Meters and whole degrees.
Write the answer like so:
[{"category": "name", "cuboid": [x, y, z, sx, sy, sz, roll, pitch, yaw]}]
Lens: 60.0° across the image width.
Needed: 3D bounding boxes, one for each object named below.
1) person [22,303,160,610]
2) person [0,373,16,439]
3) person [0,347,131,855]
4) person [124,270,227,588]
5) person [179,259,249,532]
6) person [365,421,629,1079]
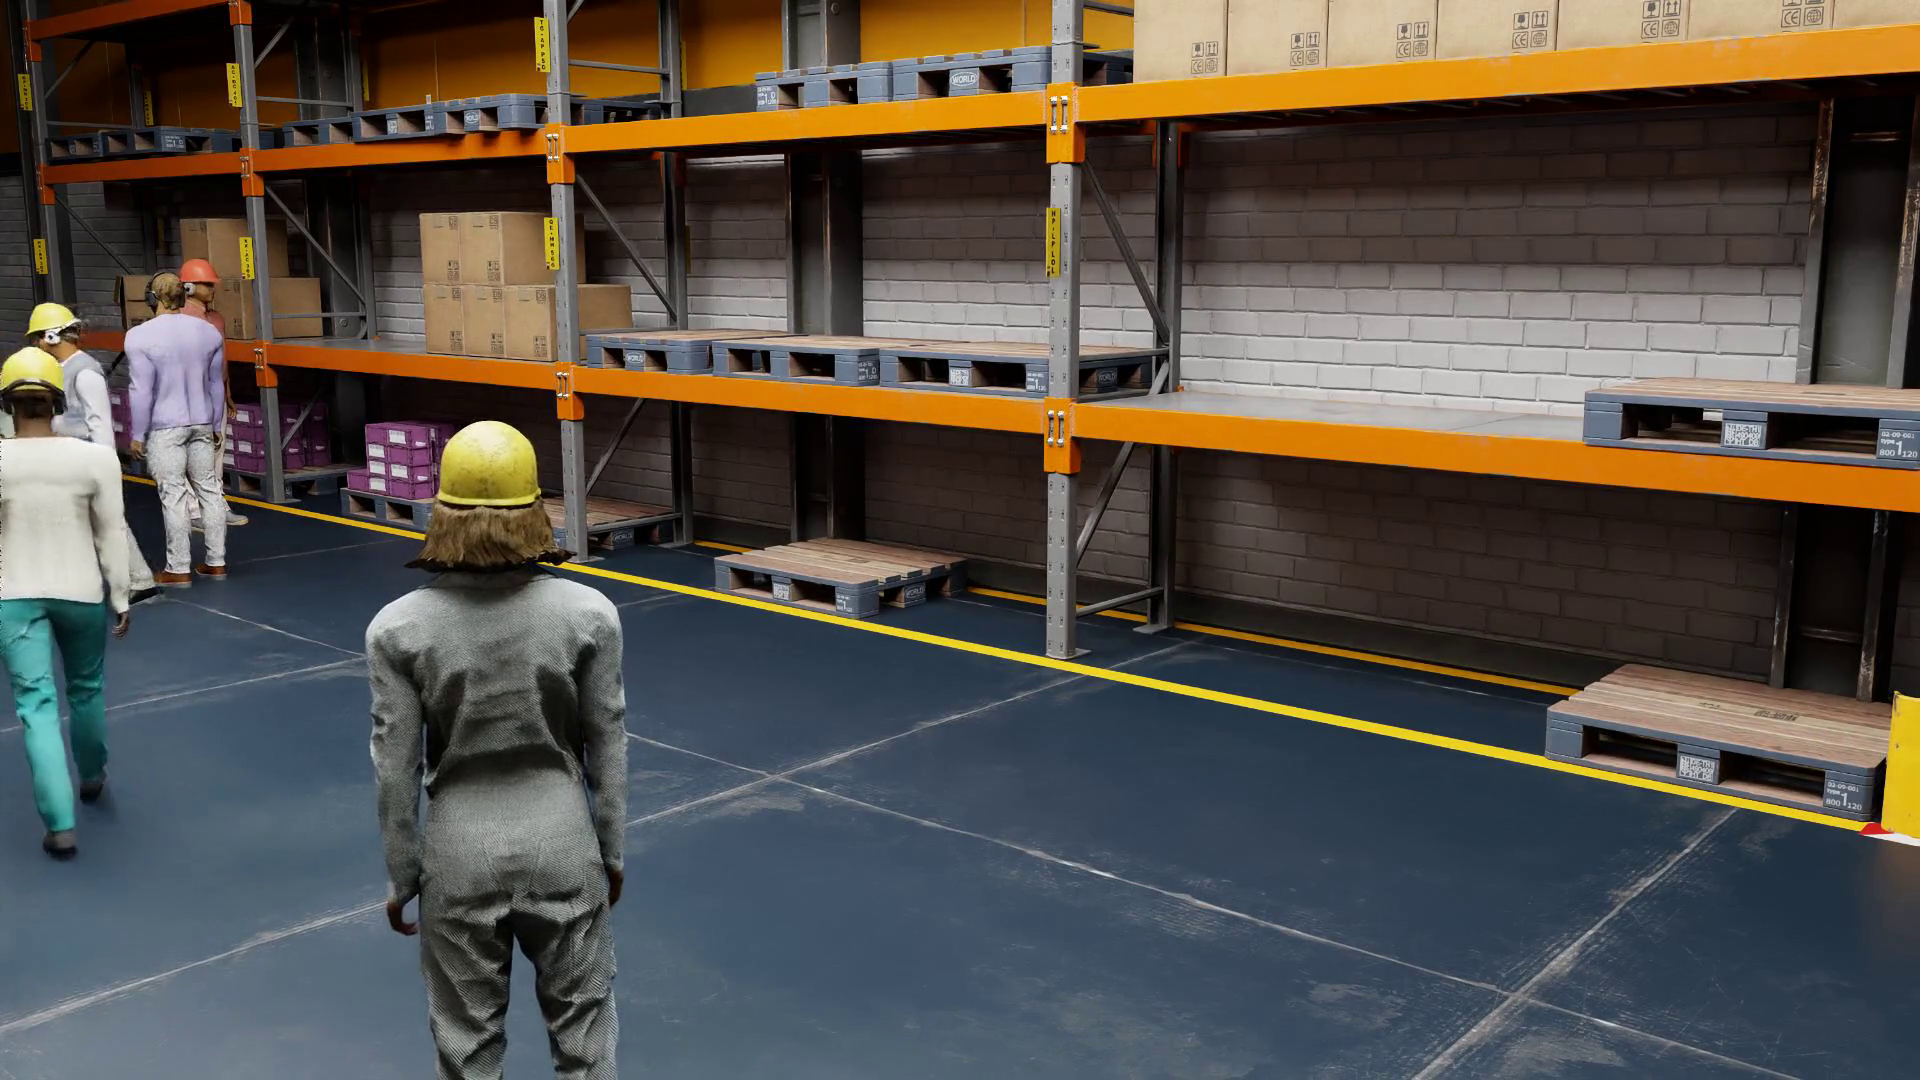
[{"category": "person", "cuboid": [-5.011, -0.433, 9.327, 0.942, 1.764, 0.588, -9, 13, -41]}, {"category": "person", "cuboid": [-6.124, -0.506, 10.208, 0.822, 1.591, 0.517, 4, 11, 23]}, {"category": "person", "cuboid": [-3.241, 0.189, 5.887, 0.541, 1.722, 0.886, -6, 12, -31]}, {"category": "person", "cuboid": [-4.802, -0.675, 10.212, 0.371, 1.941, 0.627, 6, 12, 30]}, {"category": "person", "cuboid": [-5.566, -1.063, 12.258, 0.376, 1.997, 0.612, 2, 10, 9]}, {"category": "person", "cuboid": [-0.901, 0.634, 3.316, 0.485, 1.744, 0.309, -3, 10, -17]}]
